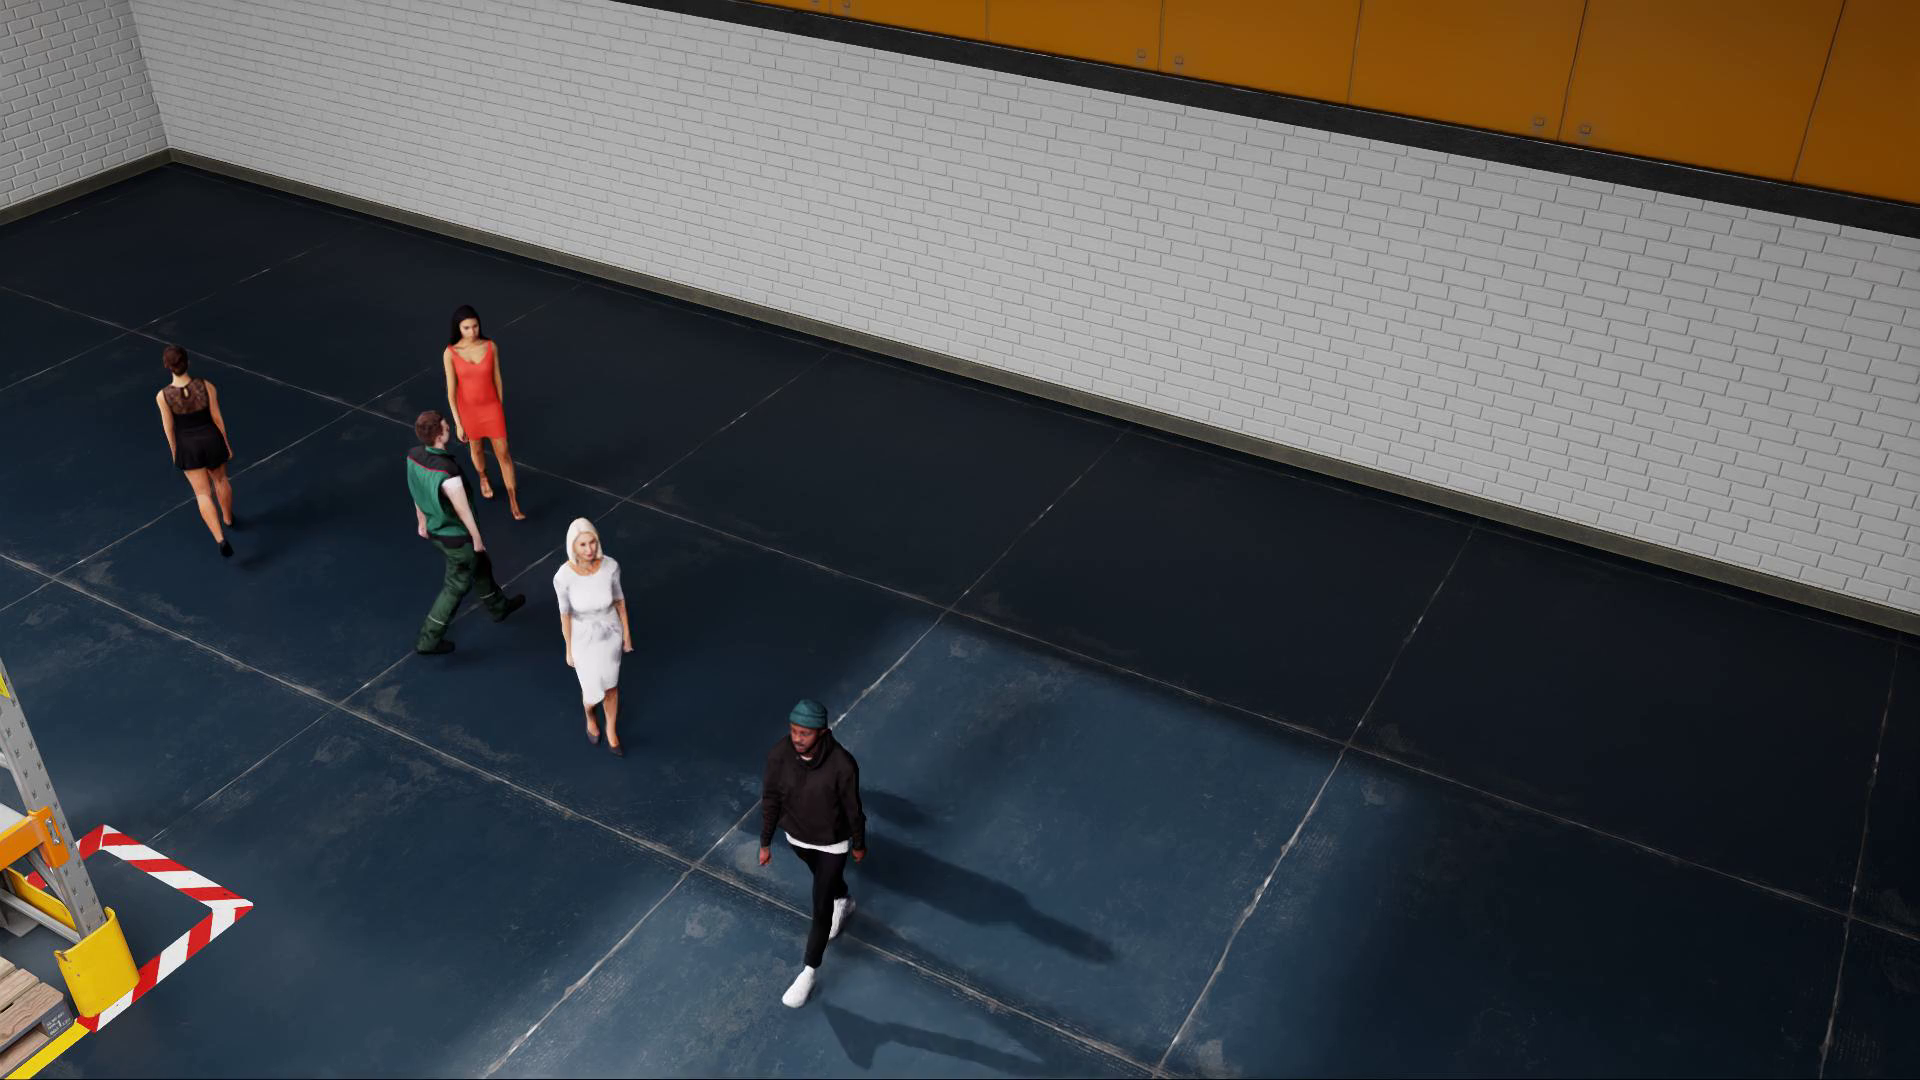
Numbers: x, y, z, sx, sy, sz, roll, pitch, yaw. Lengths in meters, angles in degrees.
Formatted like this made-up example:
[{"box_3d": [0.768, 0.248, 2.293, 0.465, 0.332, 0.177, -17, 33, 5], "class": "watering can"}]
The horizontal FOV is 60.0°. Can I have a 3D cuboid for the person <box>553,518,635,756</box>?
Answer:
[{"box_3d": [-2.308, 0.582, 10.362, 0.655, 1.742, 0.738, -20, 39, -27], "class": "person"}]

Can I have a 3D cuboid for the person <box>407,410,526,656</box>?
[{"box_3d": [-3.475, -0.020, 11.212, 0.814, 1.805, 1.208, 26, 42, 33], "class": "person"}]

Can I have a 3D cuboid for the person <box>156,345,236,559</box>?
[{"box_3d": [-5.598, -0.639, 12.284, 1.067, 1.649, 0.978, -18, 38, -25], "class": "person"}]

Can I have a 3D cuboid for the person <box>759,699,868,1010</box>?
[{"box_3d": [-0.721, 1.531, 8.908, 0.786, 1.772, 1.204, 13, 36, 19], "class": "person"}]

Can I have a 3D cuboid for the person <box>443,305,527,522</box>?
[{"box_3d": [-3.732, -1.009, 12.812, 1.028, 1.681, 1.001, -16, 37, -22], "class": "person"}]
